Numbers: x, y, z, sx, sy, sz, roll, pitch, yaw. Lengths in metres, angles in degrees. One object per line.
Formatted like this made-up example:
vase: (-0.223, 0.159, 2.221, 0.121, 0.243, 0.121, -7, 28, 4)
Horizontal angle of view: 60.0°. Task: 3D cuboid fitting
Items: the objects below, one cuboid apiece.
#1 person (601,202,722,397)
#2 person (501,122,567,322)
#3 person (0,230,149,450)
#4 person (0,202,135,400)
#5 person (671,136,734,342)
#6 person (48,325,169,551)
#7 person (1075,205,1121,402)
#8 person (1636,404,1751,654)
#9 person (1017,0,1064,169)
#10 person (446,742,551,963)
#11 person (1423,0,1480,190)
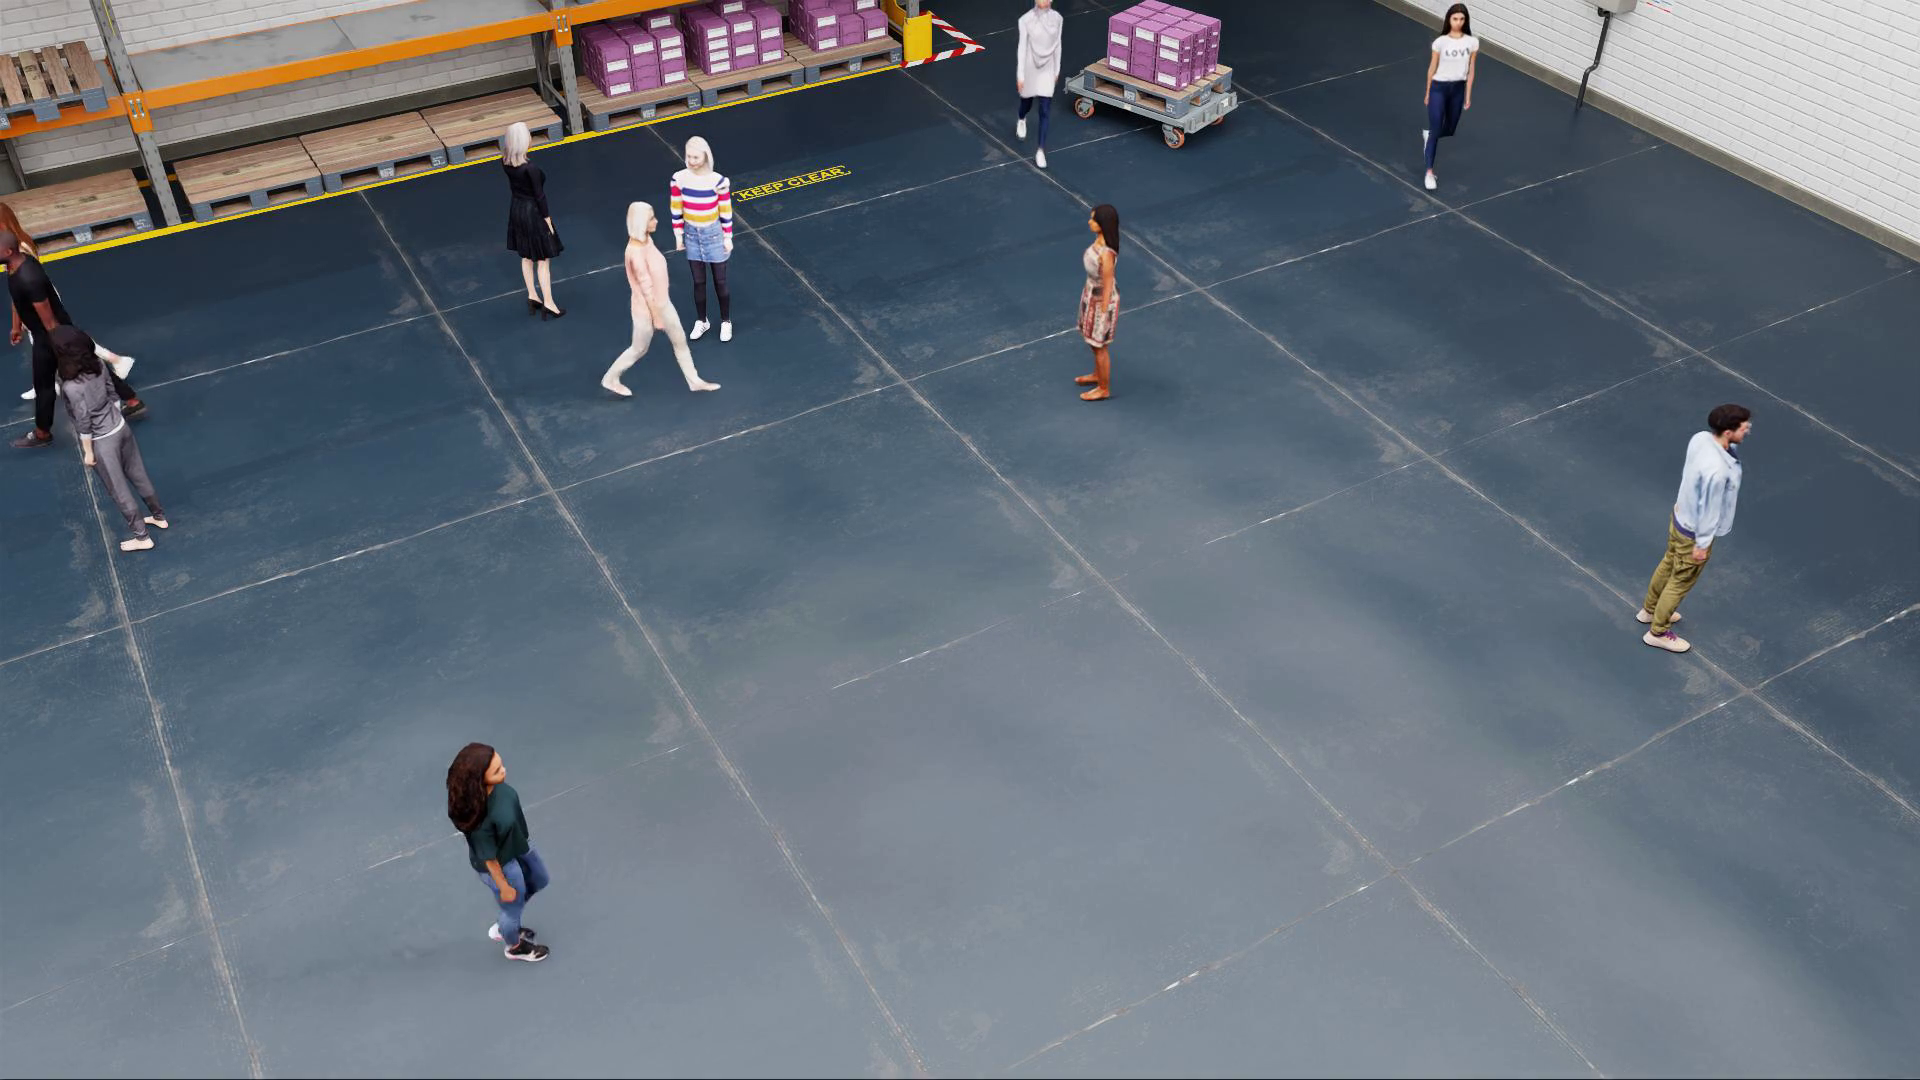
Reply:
person: (-2.499, -1.809, 12.926, 1.233, 1.680, 1.029, 2, 39, 2)
person: (-3.593, -2.672, 13.958, 0.697, 1.742, 0.689, 26, 45, 29)
person: (-6.739, -1.551, 12.537, 1.196, 1.763, 0.665, -20, 43, -23)
person: (-7.072, -1.862, 12.991, 1.081, 1.683, 0.580, -20, 43, -23)
person: (-2.086, -2.474, 13.657, 0.672, 1.808, 0.774, 5, 39, 6)
person: (-5.890, -0.708, 11.482, 0.711, 1.764, 0.675, 6, 39, 7)
person: (1.120, -1.880, 13.042, 0.684, 1.647, 0.725, -4, 39, -5)
person: (4.710, -0.097, 10.678, 0.793, 1.811, 0.761, 6, 39, 7)
person: (0.737, -4.625, 16.394, 1.084, 1.754, 0.931, -6, 39, -8)
person: (-2.464, 1.652, 8.654, 0.743, 1.605, 0.704, -3, 39, -3)
person: (4.658, -4.299, 15.983, 1.027, 1.758, 0.953, -1, 39, -1)
